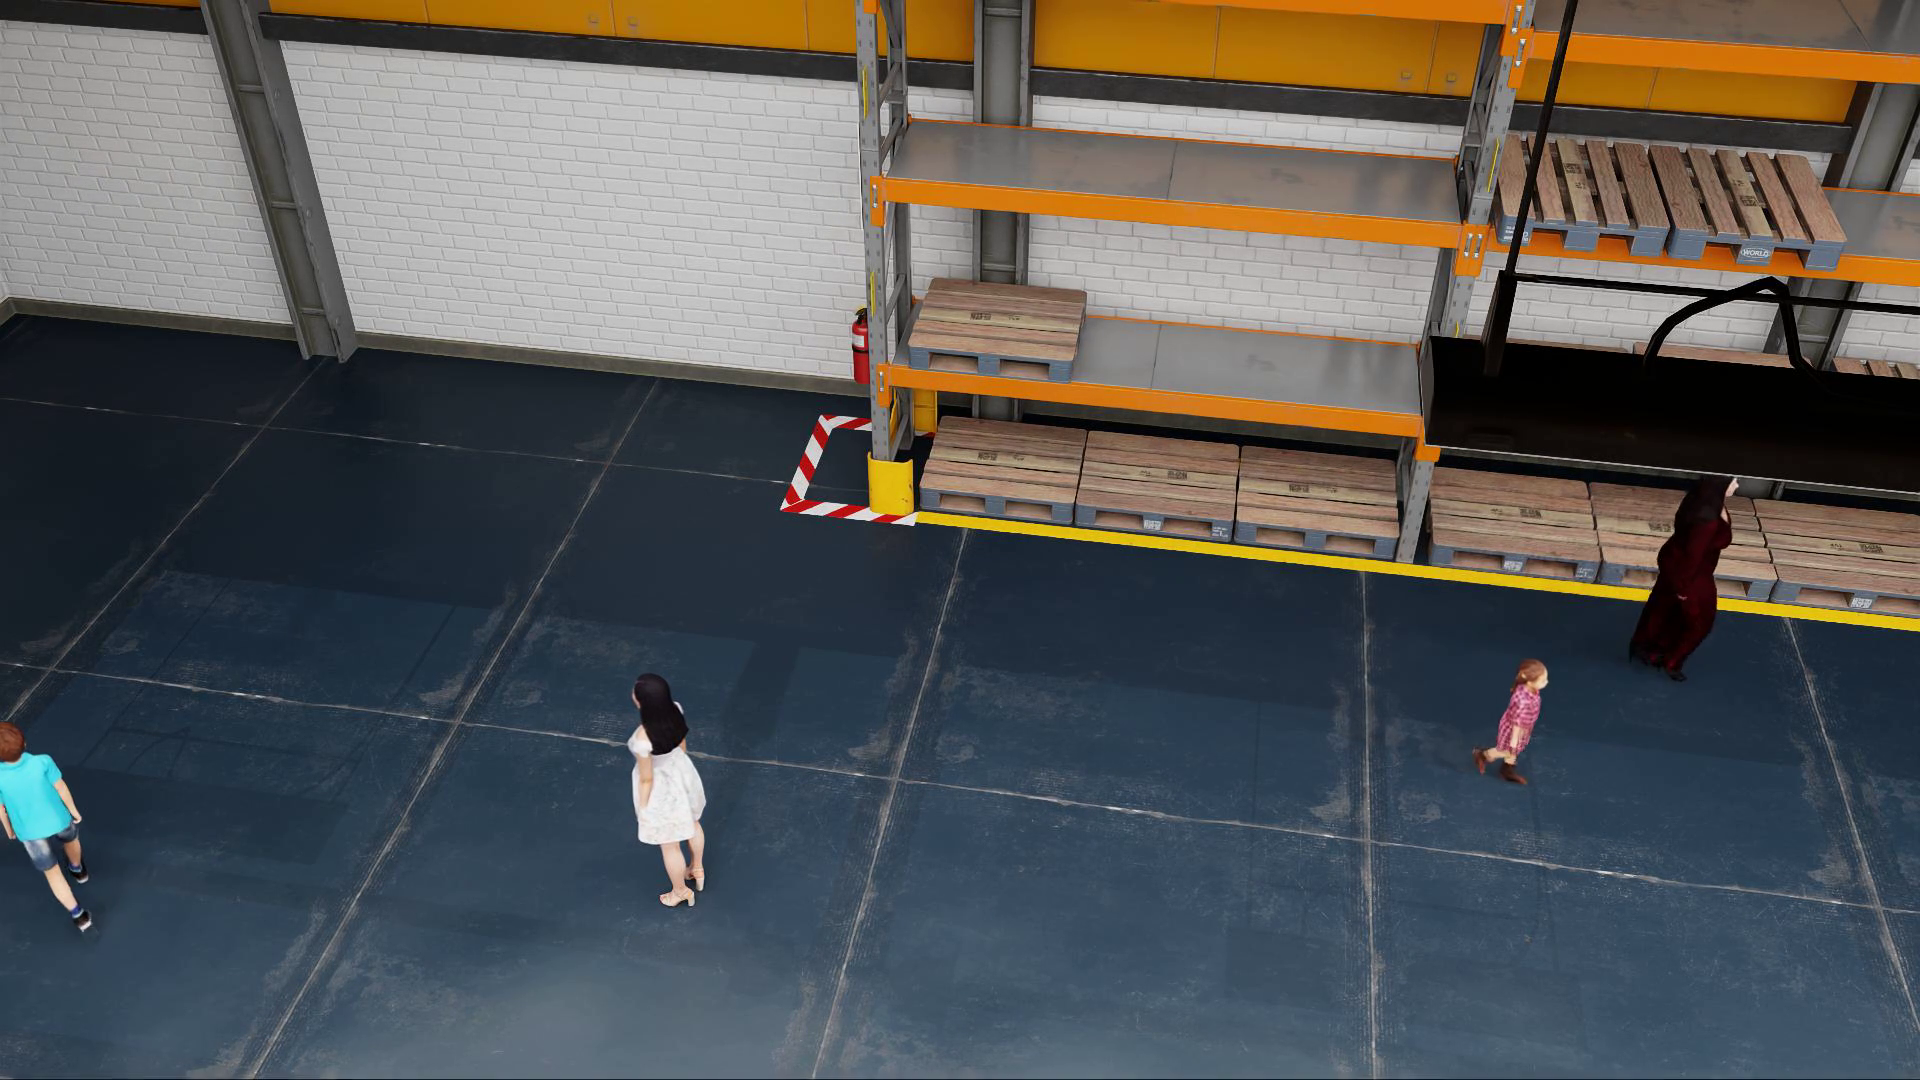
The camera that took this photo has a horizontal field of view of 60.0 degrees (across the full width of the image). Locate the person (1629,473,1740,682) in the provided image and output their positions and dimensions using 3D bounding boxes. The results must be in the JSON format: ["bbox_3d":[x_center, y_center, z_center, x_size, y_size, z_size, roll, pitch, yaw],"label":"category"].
[{"bbox_3d":[4.714,0.204,11.027,0.666,1.743,0.681,9,39,11],"label":"person"}]

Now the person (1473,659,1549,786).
[{"bbox_3d":[3.462,1.135,10.442,0.643,1.019,0.530,19,42,22],"label":"person"}]

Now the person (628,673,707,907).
[{"bbox_3d":[-1.668,1.428,9.470,0.742,1.774,0.732,19,42,22],"label":"person"}]

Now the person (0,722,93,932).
[{"bbox_3d":[-5.228,1.635,9.490,0.899,1.426,0.982,-26,45,-29],"label":"person"}]
